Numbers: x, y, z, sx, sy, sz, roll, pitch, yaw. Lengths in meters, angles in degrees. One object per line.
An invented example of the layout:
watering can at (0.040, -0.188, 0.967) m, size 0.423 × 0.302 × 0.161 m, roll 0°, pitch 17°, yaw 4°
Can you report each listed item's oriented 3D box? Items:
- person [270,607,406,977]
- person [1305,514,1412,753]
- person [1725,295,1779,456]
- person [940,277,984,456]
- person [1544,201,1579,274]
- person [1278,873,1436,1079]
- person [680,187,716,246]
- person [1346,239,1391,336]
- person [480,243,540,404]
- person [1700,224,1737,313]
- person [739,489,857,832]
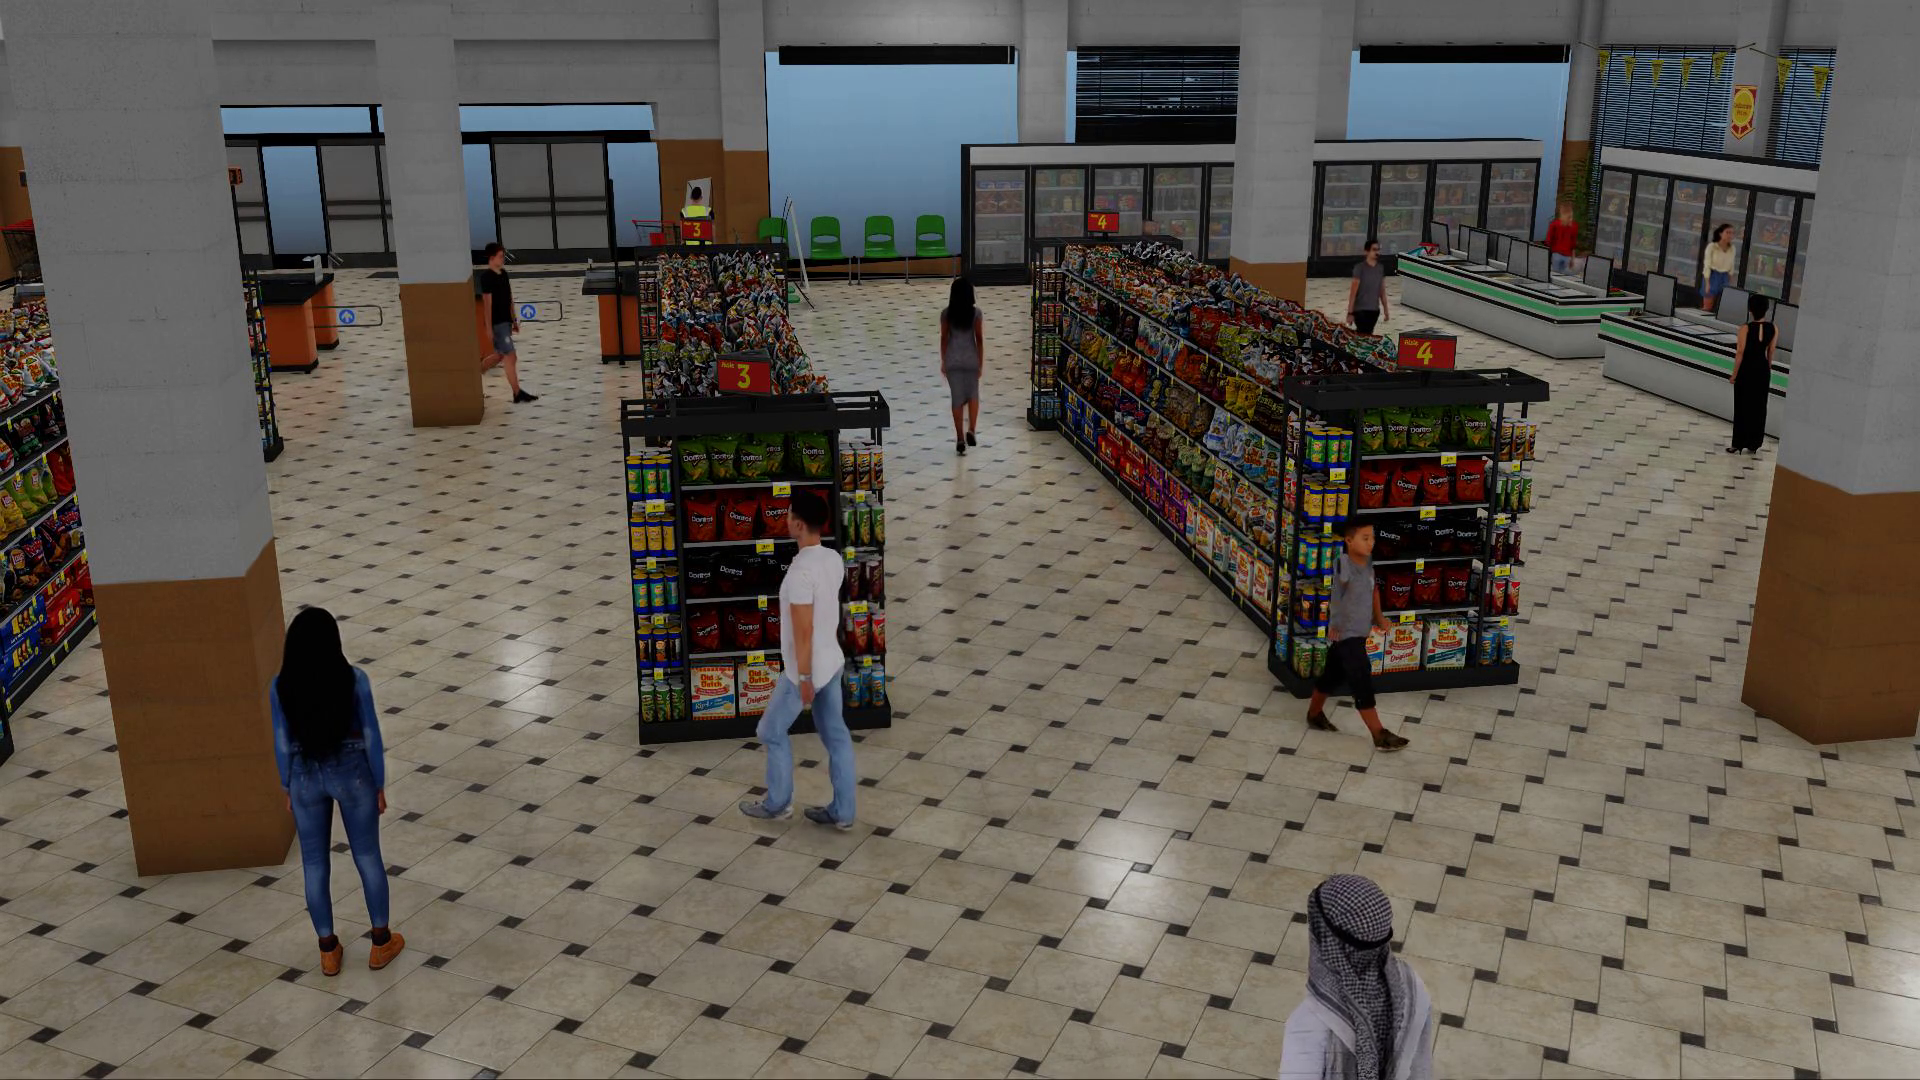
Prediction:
person at (-2.783, 1.113, 7.389) m, size 0.596 × 1.711 × 0.508 m, roll -2°, pitch 17°, yaw -8°
person at (2.284, 0.480, 9.962) m, size 1.057 × 1.428 × 0.938 m, roll 15°, pitch 22°, yaw 40°
person at (7.957, -1.657, 16.695) m, size 0.571 × 1.603 × 0.509 m, roll -2°, pitch 17°, yaw -8°
person at (0.013, -1.711, 16.587) m, size 0.618 × 1.771 × 0.624 m, roll 0°, pitch 17°, yaw 0°
person at (9.028, -4.203, 24.954) m, size 0.638 × 1.677 × 1.070 m, roll -2°, pitch 17°, yaw -8°
person at (1.119, 1.868, 4.620) m, size 1.045 × 1.874 × 1.376 m, roll -10°, pitch 20°, yaw -30°
person at (-4.054, -4.554, 25.819) m, size 0.683 × 1.846 × 0.697 m, roll -2°, pitch 17°, yaw -8°
person at (4.852, -2.745, 20.100) m, size 0.957 × 1.707 × 1.222 m, roll -11°, pitch 20°, yaw -33°
person at (-5.332, -2.450, 18.932) m, size 1.001 × 1.821 × 1.200 m, roll 3°, pitch 17°, yaw 8°
person at (10.326, -3.522, 22.825) m, size 0.684 × 1.610 × 0.887 m, roll -1°, pitch 17°, yaw -4°
person at (-0.697, 0.669, 8.636) m, size 1.009 × 1.836 × 0.974 m, roll 9°, pitch 19°, yaw 27°
